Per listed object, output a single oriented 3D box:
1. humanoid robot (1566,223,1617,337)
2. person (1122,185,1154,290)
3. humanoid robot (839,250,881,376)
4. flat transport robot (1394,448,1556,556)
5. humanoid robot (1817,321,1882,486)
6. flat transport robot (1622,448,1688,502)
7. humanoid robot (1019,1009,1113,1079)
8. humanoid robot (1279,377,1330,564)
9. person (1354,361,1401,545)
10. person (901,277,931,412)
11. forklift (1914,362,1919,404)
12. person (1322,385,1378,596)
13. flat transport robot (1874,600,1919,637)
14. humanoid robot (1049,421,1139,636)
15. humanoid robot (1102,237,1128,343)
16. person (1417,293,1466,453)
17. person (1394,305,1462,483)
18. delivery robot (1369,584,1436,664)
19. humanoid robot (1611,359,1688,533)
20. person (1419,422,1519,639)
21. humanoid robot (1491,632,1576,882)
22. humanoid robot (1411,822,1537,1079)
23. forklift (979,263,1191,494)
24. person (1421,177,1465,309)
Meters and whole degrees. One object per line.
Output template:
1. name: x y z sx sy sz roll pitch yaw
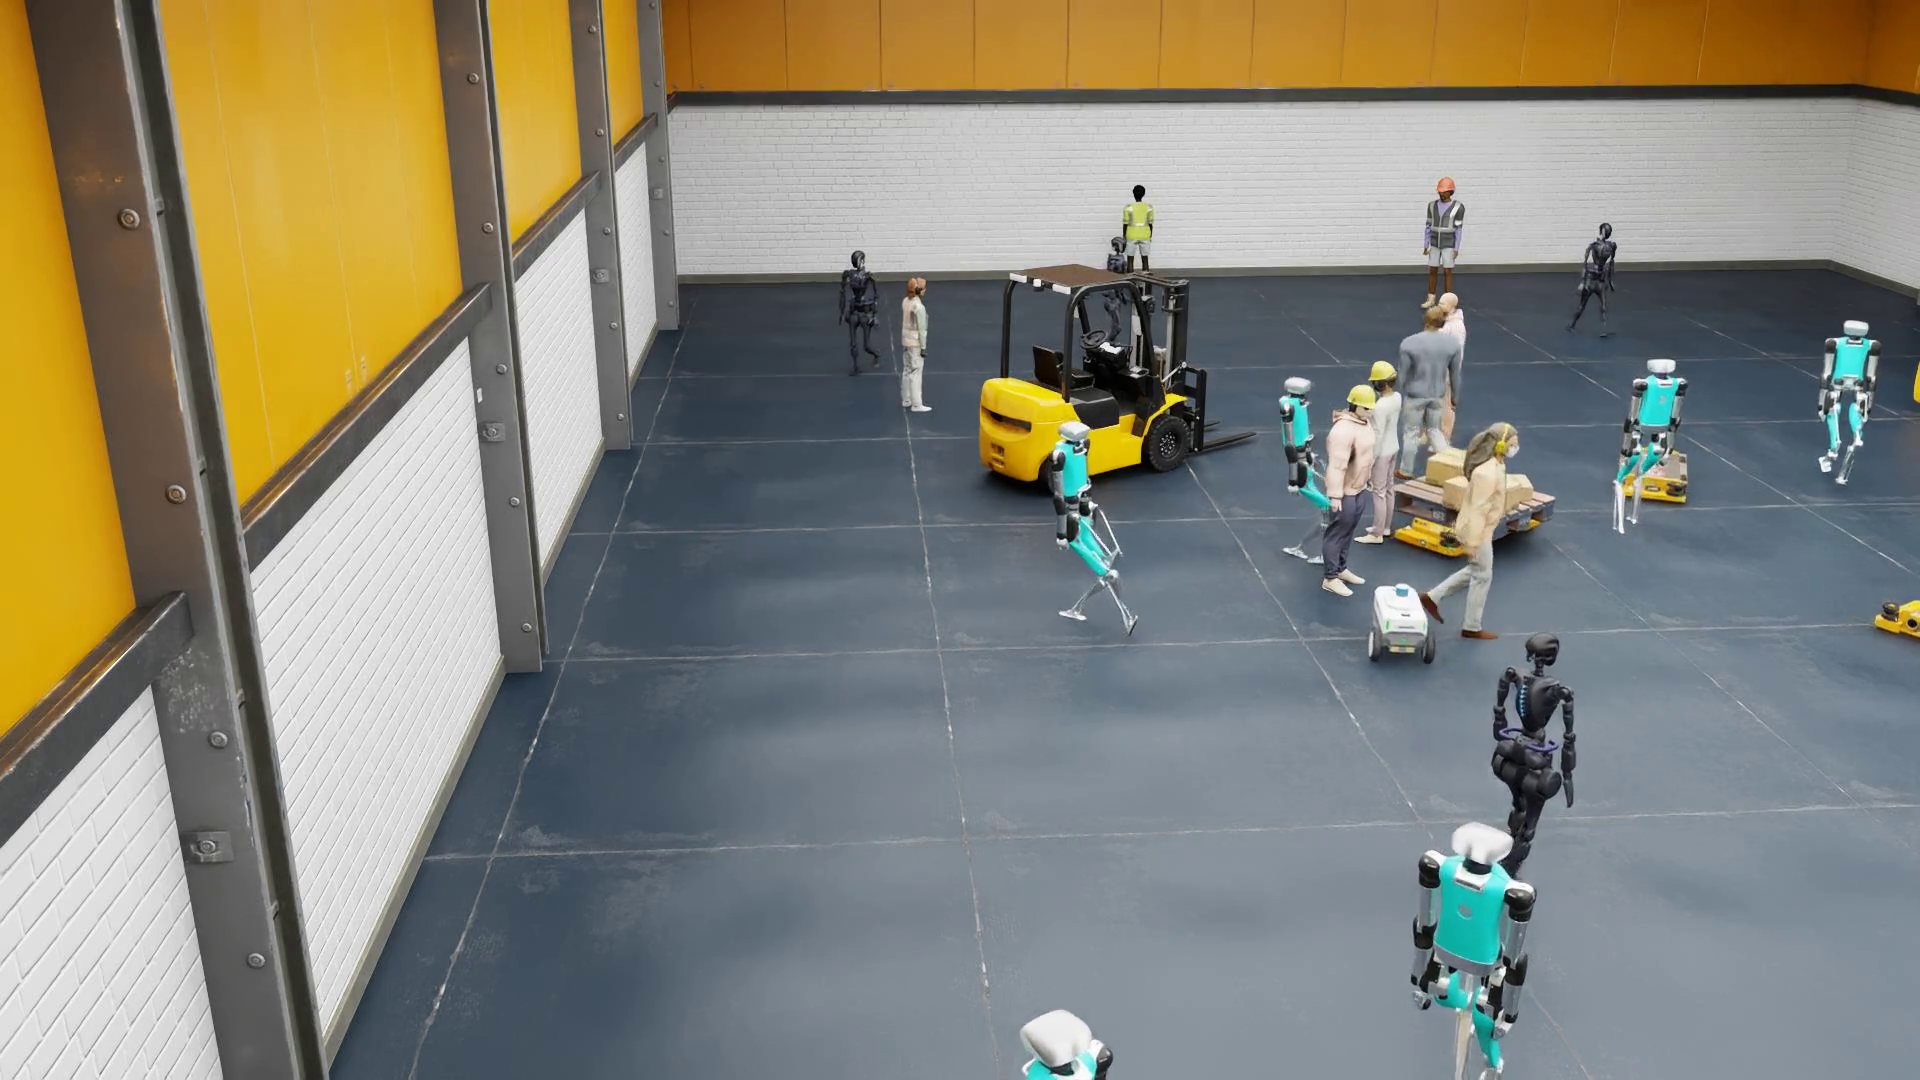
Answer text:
1. humanoid robot: 9.101 -3.718 23.780 0.611 1.621 0.791 -8 22 -20
2. person: 2.871 -4.878 26.858 0.530 1.689 0.322 -3 20 -8
3. humanoid robot: -1.278 -2.991 21.734 0.613 1.637 0.510 9 22 24
4. flat transport robot: 4.911 -0.159 16.061 1.431 0.231 0.659 -15 25 -36
5. humanoid robot: 9.166 -1.343 17.182 0.538 1.736 1.026 6 21 16
6. flat transport robot: 7.313 -0.712 17.569 0.659 0.231 1.431 8 22 20
7. humanoid robot: 0.209 2.548 6.538 0.973 1.731 0.545 19 27 41
8. humanoid robot: 3.270 -0.584 15.088 0.815 1.762 0.530 9 22 24
9. person: 3.963 -0.824 15.712 0.328 1.759 0.522 13 24 32
10. person: -0.546 -2.351 20.051 0.313 1.633 0.517 -9 22 -24
11. forklift: 12.602 -2.435 19.475 2.313 2.155 1.214 -1 20 -4
12. person: 3.393 -0.460 14.570 0.421 1.861 0.807 13 24 31
13. flat transport robot: 8.317 0.778 13.508 0.659 0.231 1.431 -13 24 -31
14. humanoid robot: 1.193 -0.063 13.728 0.905 1.800 0.561 12 24 30
15. humanoid robot: 2.088 -3.302 22.587 0.366 1.647 0.598 7 21 19
16. person: 5.392 -1.873 18.531 0.403 1.784 0.521 -6 21 -17
17. person: 4.859 -1.469 17.259 0.640 1.919 0.625 -3 20 -9
18. delivery robot: 3.548 0.671 13.412 0.499 0.613 0.790 2 20 6
19. humanoid robot: 6.543 -0.937 16.105 0.530 1.794 0.782 -2 20 -6
20. person: 4.163 -0.085 13.572 0.596 1.849 0.579 6 21 15
21. humanoid robot: 3.453 1.316 10.002 0.563 1.643 0.601 -14 24 -33
22. humanoid robot: 2.464 2.110 7.892 0.539 1.876 0.730 15 25 35
23. forklift: 1.315 -1.764 17.646 2.313 2.155 1.214 -14 24 -33
24. person: 7.341 -4.506 25.358 0.598 2.035 0.399 16 26 38
